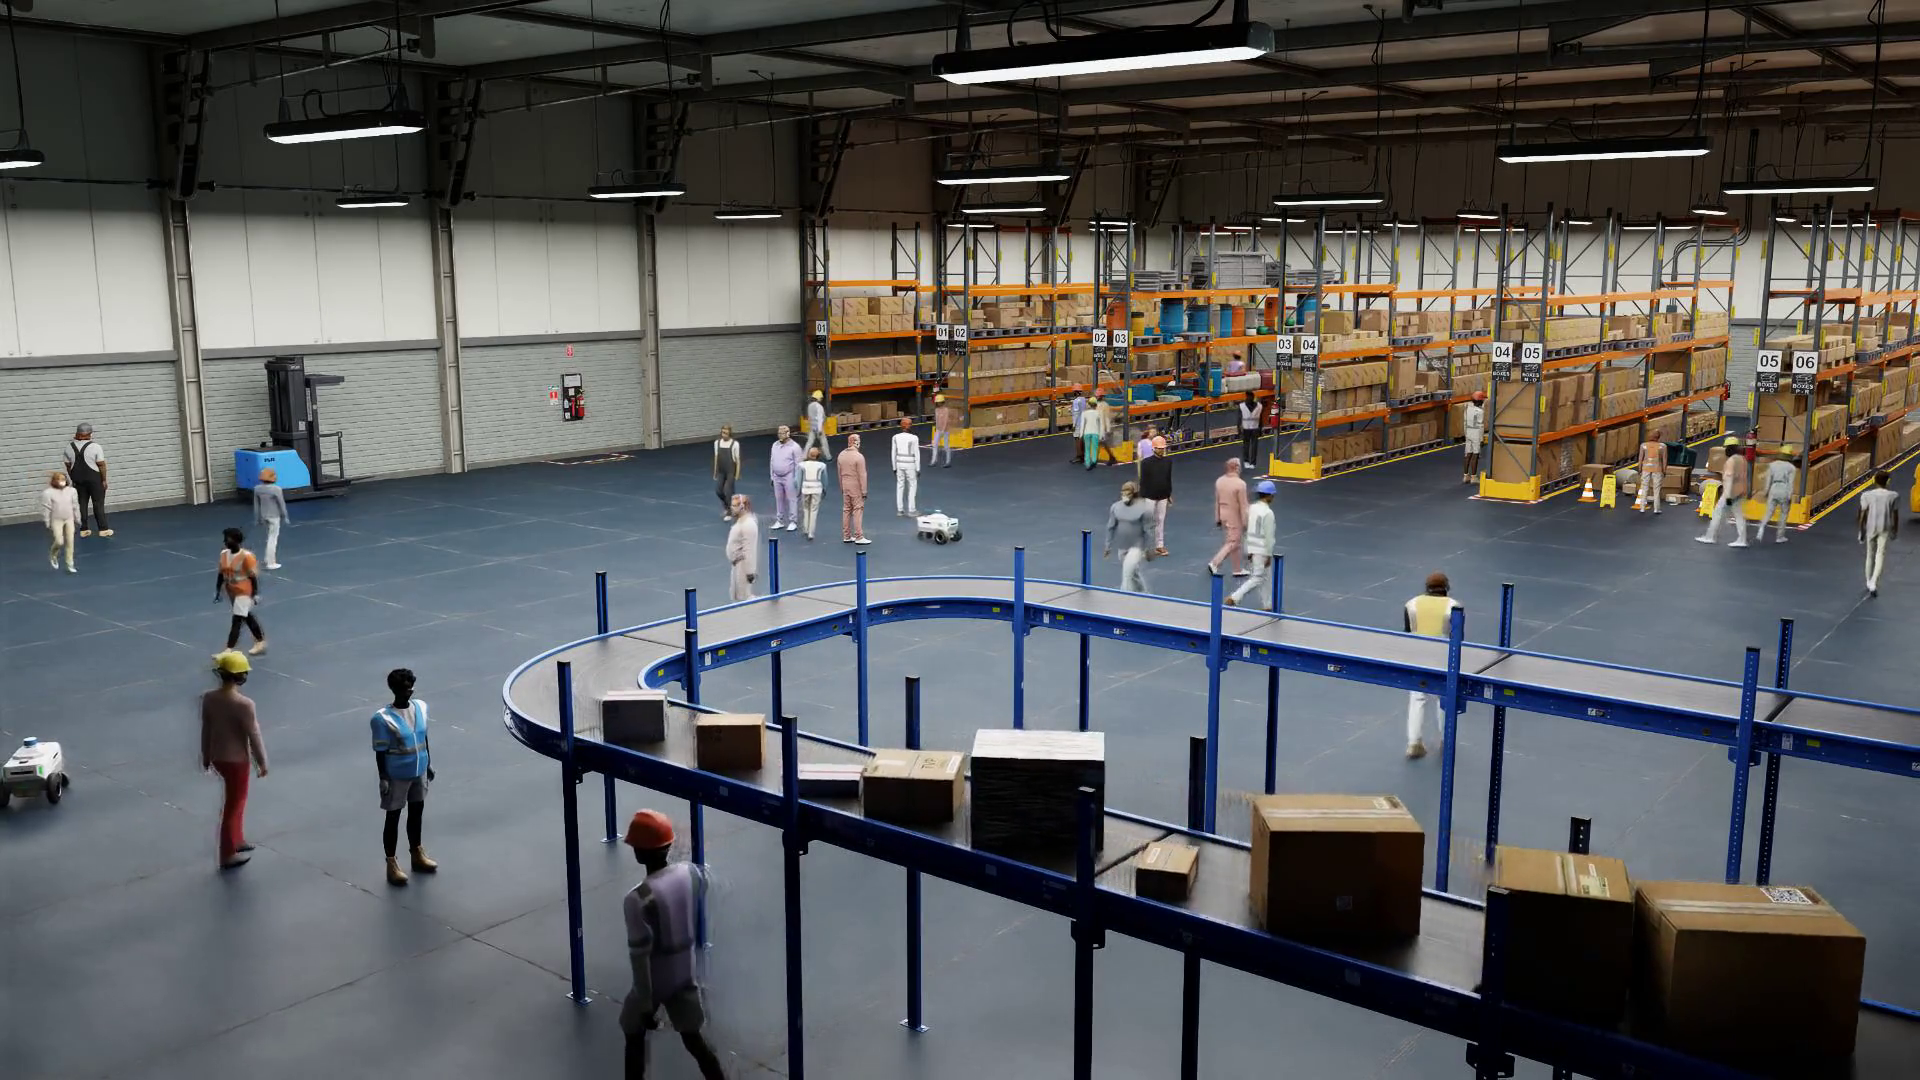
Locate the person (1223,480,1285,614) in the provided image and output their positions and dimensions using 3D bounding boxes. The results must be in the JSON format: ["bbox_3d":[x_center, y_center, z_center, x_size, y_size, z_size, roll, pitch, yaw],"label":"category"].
[{"bbox_3d":[4.030,0.134,21.334,0.866,1.916,0.614,-2,10,-12],"label":"person"}]

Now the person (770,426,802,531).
[{"bbox_3d":[-3.189,-1.113,28.437,0.680,1.903,0.442,5,11,28],"label":"person"}]

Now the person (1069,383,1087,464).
[{"bbox_3d":[2.853,-2.833,37.949,0.361,1.940,0.543,5,11,28],"label":"person"}]

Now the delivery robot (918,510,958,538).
[{"bbox_3d":[-0.389,-0.282,27.337,0.707,0.478,0.477,7,13,35],"label":"delivery robot"}]

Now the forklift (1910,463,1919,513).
[{"bbox_3d":[19.034,-1.348,28.998,2.313,2.155,1.214,8,13,37],"label":"forklift"}]

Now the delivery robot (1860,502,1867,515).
[{"bbox_3d":[17.274,-0.679,29.581,0.477,0.478,0.707,4,11,21],"label":"delivery robot"}]

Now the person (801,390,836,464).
[{"bbox_3d":[-3.466,-2.717,37.738,0.921,1.789,0.609,-8,13,-37],"label":"person"}]

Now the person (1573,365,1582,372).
[{"bbox_3d":[19.639,-4.888,49.973,0.915,1.782,0.590,2,10,13],"label":"person"}]

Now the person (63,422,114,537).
[{"bbox_3d":[-15.484,-1.066,27.839,0.683,2.000,0.537,0,10,-1],"label":"person"}]

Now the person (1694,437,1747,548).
[{"bbox_3d":[13.149,-0.831,26.861,0.600,1.870,0.937,-9,14,-43],"label":"person"}]

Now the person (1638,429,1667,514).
[{"bbox_3d":[13.416,-1.327,30.325,0.517,1.636,0.314,6,12,31],"label":"person"}]

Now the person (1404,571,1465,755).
[{"bbox_3d":[4.723,1.213,15.581,0.651,1.788,0.939,7,12,34],"label":"person"}]

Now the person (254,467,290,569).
[{"bbox_3d":[-10.926,-0.350,24.871,0.513,1.614,0.427,3,11,19],"label":"person"}]

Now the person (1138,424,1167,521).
[{"bbox_3d":[3.636,-1.318,29.761,0.581,1.821,0.715,-3,11,-17],"label":"person"}]

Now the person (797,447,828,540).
[{"bbox_3d":[-2.595,-0.841,27.663,0.517,1.606,0.784,1,10,8],"label":"person"}]

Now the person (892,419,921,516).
[{"bbox_3d":[-1.026,-1.392,30.041,0.675,1.875,0.406,5,11,27],"label":"person"}]

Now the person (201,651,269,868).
[{"bbox_3d":[-5.834,1.754,12.660,0.547,1.738,0.591,5,11,25],"label":"person"}]

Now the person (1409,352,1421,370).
[{"bbox_3d":[14.886,-5.182,51.135,0.625,1.955,0.936,-7,12,-36],"label":"person"}]

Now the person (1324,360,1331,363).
[{"bbox_3d":[12.969,-5.914,55.258,0.637,1.951,0.622,2,10,10],"label":"person"}]

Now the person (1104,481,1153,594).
[{"bbox_3d":[2.372,0.106,21.583,0.643,1.891,1.028,8,13,39],"label":"person"}]

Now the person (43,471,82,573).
[{"bbox_3d":[-14.082,-0.290,24.529,0.402,1.621,0.515,7,12,35],"label":"person"}]

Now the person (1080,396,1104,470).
[{"bbox_3d":[3.078,-2.478,36.506,0.556,1.738,0.528,2,10,12],"label":"person"}]

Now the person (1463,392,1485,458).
[{"bbox_3d":[12.777,-2.853,38.908,0.516,1.641,0.308,4,11,20],"label":"person"}]

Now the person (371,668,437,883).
[{"bbox_3d":[-4.383,1.833,12.361,0.317,1.699,0.540,6,12,29],"label":"person"}]

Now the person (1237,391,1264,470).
[{"bbox_3d":[6.832,-2.577,36.749,0.633,1.862,1.029,2,10,8],"label":"person"}]

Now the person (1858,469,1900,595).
[{"bbox_3d":[13.555,-0.134,23.100,0.511,1.832,0.976,7,12,33],"label":"person"}]

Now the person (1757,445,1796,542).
[{"bbox_3d":[14.177,-0.799,27.110,0.636,1.718,0.499,-7,12,-35],"label":"person"}]

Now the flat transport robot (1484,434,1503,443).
[{"bbox_3d":[14.584,-2.760,42.355,1.431,0.197,0.652,-2,10,-10],"label":"flat transport robot"}]

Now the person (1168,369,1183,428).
[{"bbox_3d":[5.941,-3.738,43.048,0.376,1.935,0.550,-5,11,-28],"label":"person"}]

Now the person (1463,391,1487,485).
[{"bbox_3d":[11.350,-2.258,34.421,0.388,2.041,0.615,-3,11,-18],"label":"person"}]

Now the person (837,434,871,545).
[{"bbox_3d":[-1.820,-0.882,27.068,0.642,1.906,0.410,9,14,43],"label":"person"}]

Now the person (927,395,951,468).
[{"bbox_3d":[-0.490,-2.565,37.033,0.740,1.736,0.525,-9,14,-43],"label":"person"}]

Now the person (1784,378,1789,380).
[{"bbox_3d":[25.313,-4.476,47.471,0.429,1.845,0.620,-4,11,-20],"label":"person"}]

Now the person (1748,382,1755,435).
[{"bbox_3d":[21.887,-3.684,42.818,0.609,1.917,0.848,5,11,28],"label":"person"}]

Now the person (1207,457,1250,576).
[{"bbox_3d":[4.151,-0.332,24.030,0.857,1.880,0.646,-5,11,-26],"label":"person"}]

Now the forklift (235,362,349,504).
[{"bbox_3d":[-13.803,-2.244,32.110,1.129,2.768,1.873,8,13,37],"label":"forklift"}]

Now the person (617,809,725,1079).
[{"bbox_3d":[-1.593,2.402,8.618,0.961,1.900,0.545,8,13,38],"label":"person"}]

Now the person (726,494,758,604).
[{"bbox_3d":[-2.750,0.329,20.312,0.663,1.885,0.651,-3,11,-17],"label":"person"}]

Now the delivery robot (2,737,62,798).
[{"bbox_3d":[-8.456,2.044,14.254,0.477,0.478,0.707,-3,11,-18],"label":"delivery robot"}]

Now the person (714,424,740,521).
[{"bbox_3d":[-4.404,-1.271,29.459,0.546,1.833,0.406,3,10,16],"label":"person"}]

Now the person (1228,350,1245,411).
[{"bbox_3d":[8.986,-5.200,51.086,0.615,2.018,0.858,7,13,36],"label":"person"}]

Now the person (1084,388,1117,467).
[{"bbox_3d":[3.386,-2.692,37.283,0.949,1.900,0.538,-4,11,-24],"label":"person"}]

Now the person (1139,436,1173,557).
[{"bbox_3d":[3.262,-0.732,25.965,0.610,1.996,0.378,-5,11,-25],"label":"person"}]

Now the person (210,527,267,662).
[{"bbox_3d":[-8.851,0.657,19.113,0.539,1.640,0.910,5,11,27],"label":"person"}]
